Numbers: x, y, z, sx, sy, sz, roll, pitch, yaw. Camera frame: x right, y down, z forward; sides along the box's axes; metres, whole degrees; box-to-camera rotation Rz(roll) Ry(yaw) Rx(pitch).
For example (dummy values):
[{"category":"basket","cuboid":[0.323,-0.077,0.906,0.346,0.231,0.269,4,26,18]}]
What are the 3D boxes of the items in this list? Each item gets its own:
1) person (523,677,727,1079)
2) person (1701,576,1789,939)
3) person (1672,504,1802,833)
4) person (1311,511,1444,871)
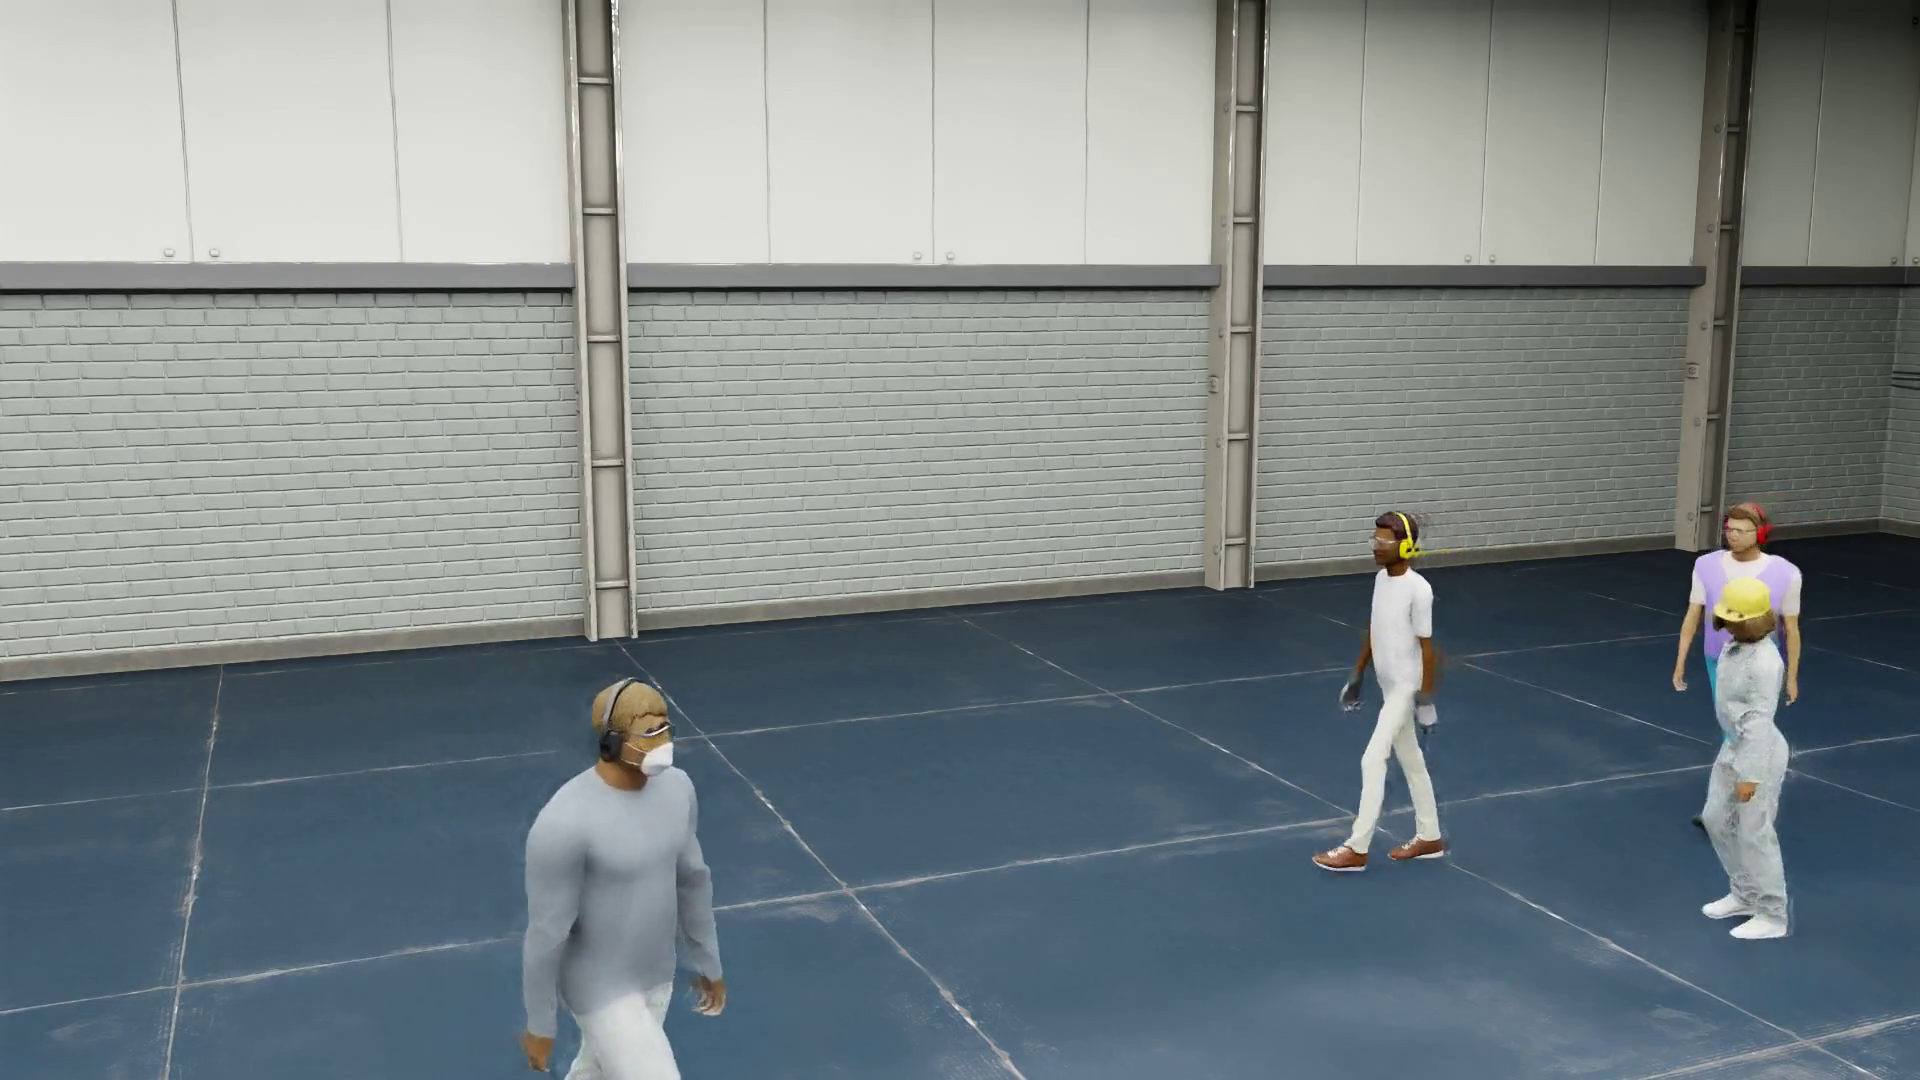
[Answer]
[{"category":"person","cuboid":[-1.008,1.319,4.956,1.039,1.887,0.642,4,10,24]},{"category":"person","cuboid":[3.584,0.990,7.535,0.500,1.701,0.502,0,9,2]},{"category":"person","cuboid":[4.211,0.699,9.089,0.963,1.794,0.596,-7,12,-38]},{"category":"person","cuboid":[2.139,0.769,8.495,0.881,1.840,0.499,-1,9,-8]}]
